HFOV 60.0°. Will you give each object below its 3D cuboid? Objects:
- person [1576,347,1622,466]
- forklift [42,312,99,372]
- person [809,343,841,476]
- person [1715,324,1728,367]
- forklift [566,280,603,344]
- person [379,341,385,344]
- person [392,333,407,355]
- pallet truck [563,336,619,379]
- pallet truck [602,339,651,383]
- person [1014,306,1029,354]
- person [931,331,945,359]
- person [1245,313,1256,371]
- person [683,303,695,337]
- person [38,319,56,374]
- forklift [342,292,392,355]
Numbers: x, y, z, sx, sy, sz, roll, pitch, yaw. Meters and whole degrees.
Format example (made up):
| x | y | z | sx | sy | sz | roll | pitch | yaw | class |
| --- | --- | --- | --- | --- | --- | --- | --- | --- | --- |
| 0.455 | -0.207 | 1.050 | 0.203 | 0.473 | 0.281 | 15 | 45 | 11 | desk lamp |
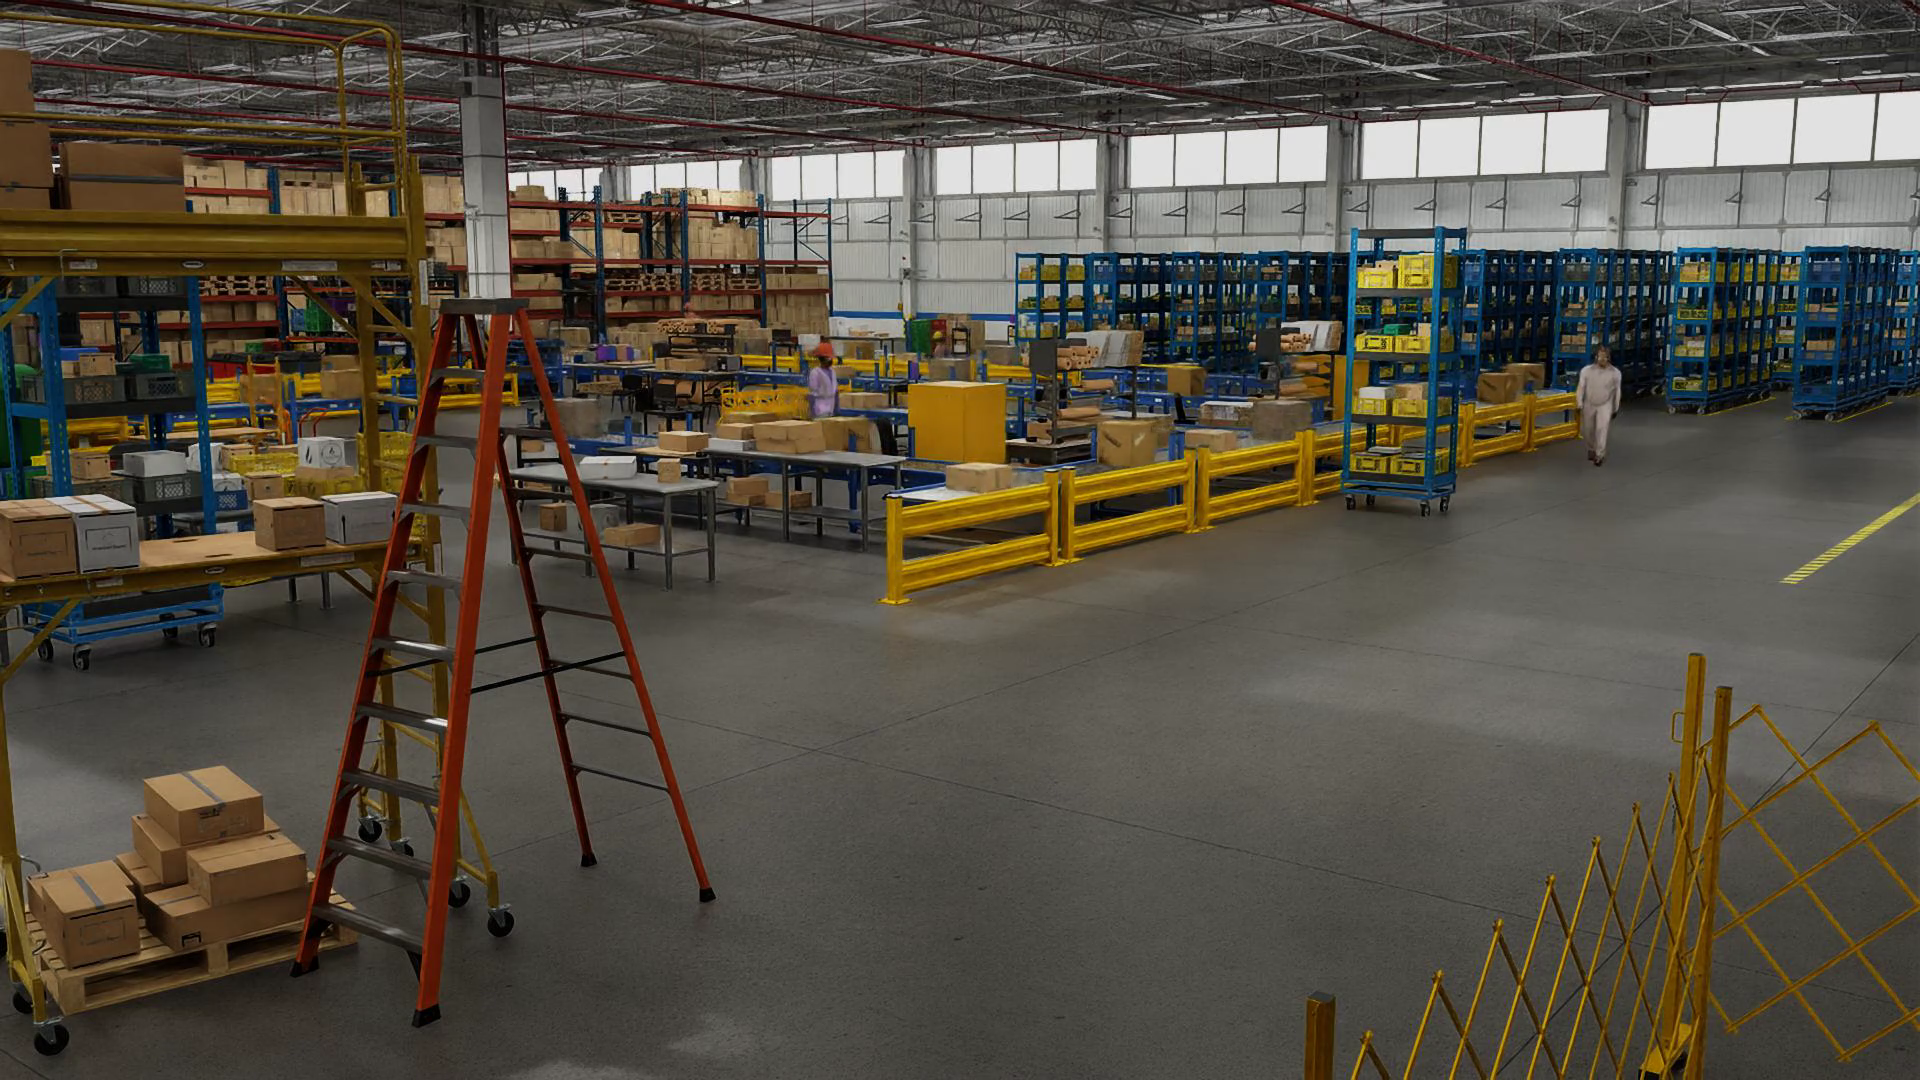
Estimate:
| x | y | z | sx | sy | sz | roll | pitch | yaw | class |
| --- | --- | --- | --- | --- | --- | --- | --- | --- | --- |
| 10.214 | -2.152 | 26.595 | 0.637 | 1.879 | 0.870 | 5 | 10 | 30 | person |
| -23.779 | -5.451 | 44.052 | 1.873 | 2.768 | 1.129 | 7 | 11 | 36 | forklift |
| -2.115 | -1.956 | 24.937 | 0.791 | 2.017 | 0.615 | 4 | 10 | 23 | person |
| 19.683 | -4.786 | 43.107 | 0.390 | 1.850 | 0.565 | 7 | 11 | 37 | person |
| -12.096 | -6.937 | 53.330 | 1.129 | 2.768 | 1.873 | -1 | 9 | -5 | forklift |
| -17.634 | -5.883 | 50.246 | 0.359 | 1.755 | 0.553 | 7 | 12 | 38 | person |
| -15.021 | -4.979 | 44.821 | 0.545 | 1.678 | 0.623 | 4 | 10 | 23 | person |
| -10.690 | -5.294 | 48.215 | 1.601 | 1.201 | 0.680 | -5 | 10 | -26 | pallet truck |
| -8.991 | -4.871 | 45.351 | 0.653 | 1.274 | 1.630 | 7 | 11 | 37 | pallet truck |
| 2.114 | -7.117 | 57.353 | 0.614 | 1.945 | 0.403 | -7 | 11 | -37 | person |
| -0.417 | -3.910 | 38.034 | 0.923 | 1.722 | 0.519 | 4 | 10 | 22 | person |
| 9.130 | -6.088 | 51.344 | 0.640 | 1.819 | 0.606 | 7 | 11 | 37 | person |
| -9.951 | -7.628 | 60.474 | 0.659 | 1.959 | 0.865 | 8 | 12 | 39 | person |
| -23.269 | -4.682 | 42.333 | 0.934 | 1.901 | 0.554 | 1 | 9 | 7 | person |
| -16.485 | -5.622 | 45.120 | 1.129 | 2.768 | 1.873 | 7 | 11 | 37 | forklift |
